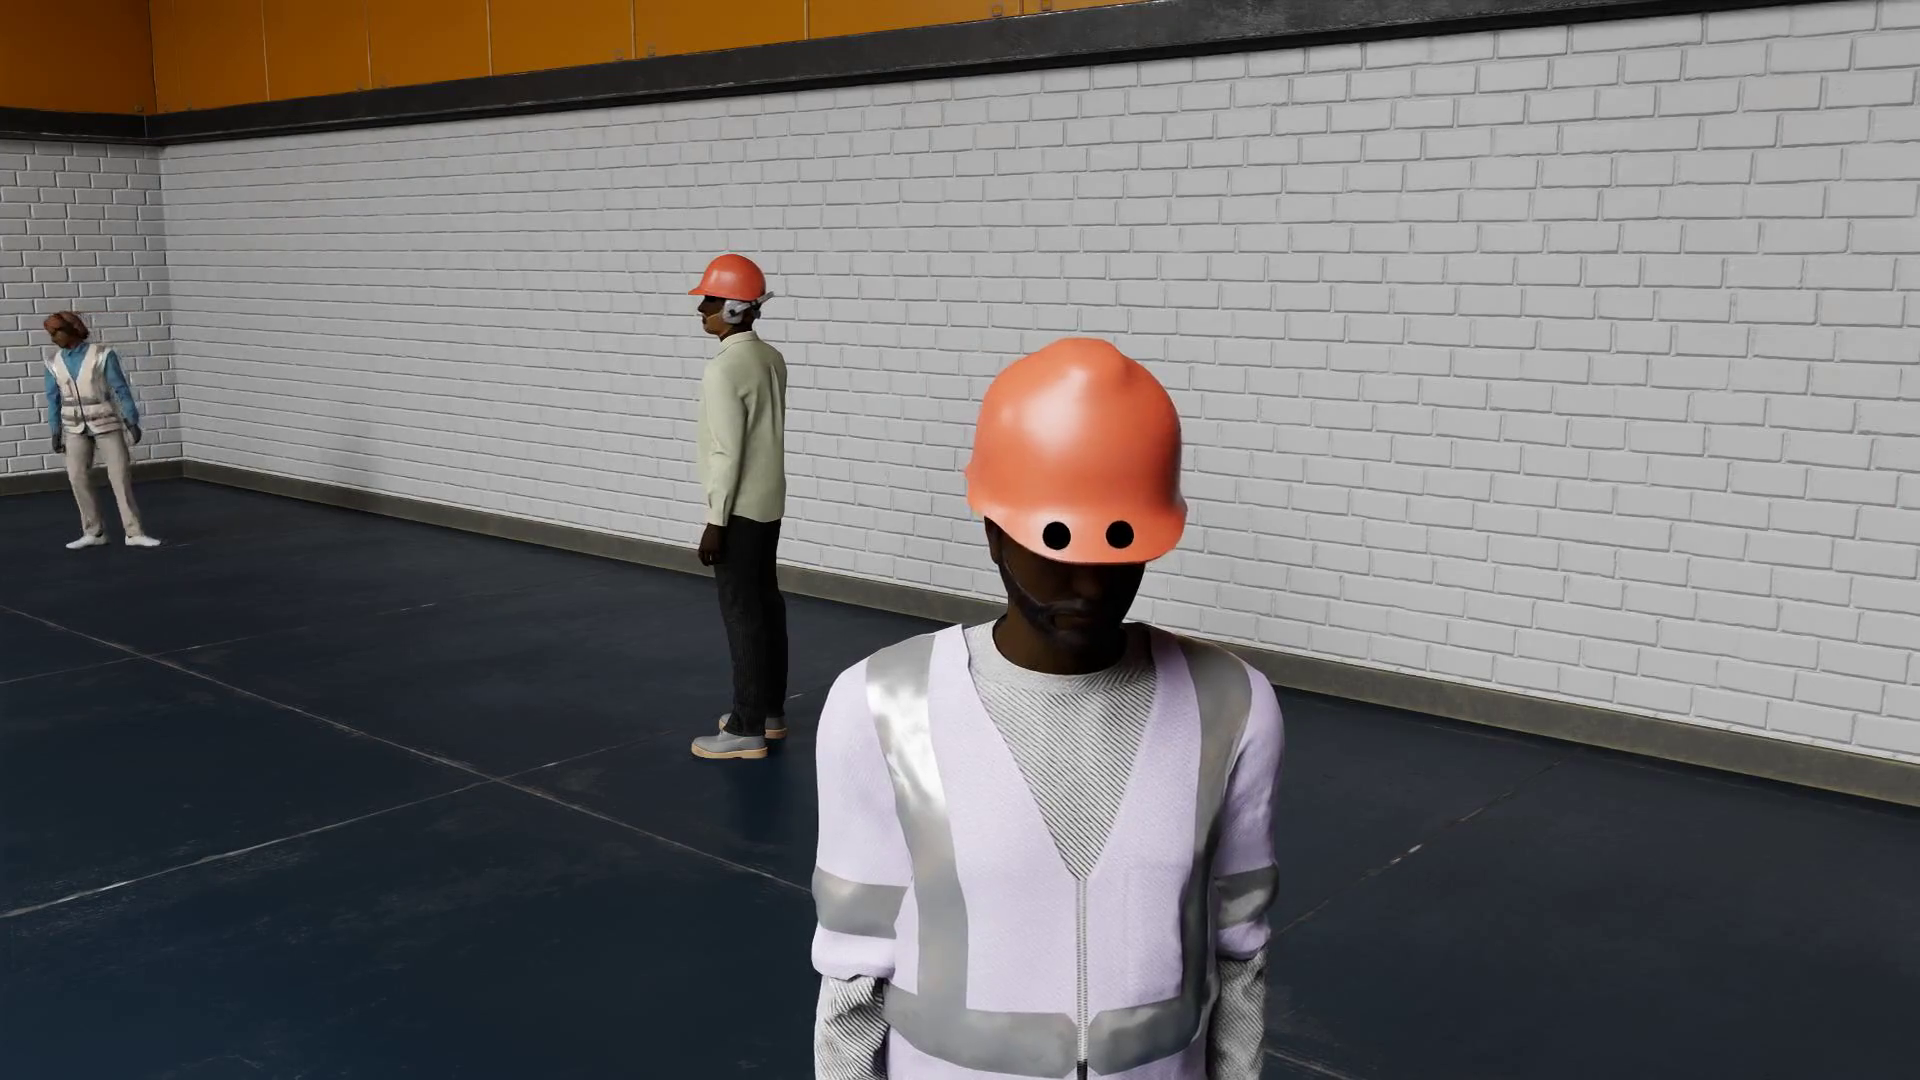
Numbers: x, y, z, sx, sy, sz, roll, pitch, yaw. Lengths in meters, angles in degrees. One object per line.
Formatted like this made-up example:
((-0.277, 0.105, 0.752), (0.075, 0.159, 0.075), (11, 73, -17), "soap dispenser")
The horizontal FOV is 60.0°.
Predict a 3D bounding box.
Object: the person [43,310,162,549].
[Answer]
((-5.745, -0.725, 11.129), (0.657, 1.612, 0.326), (0, 10, -1), "person")

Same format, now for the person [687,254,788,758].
((-0.875, -0.129, 6.637), (0.375, 1.997, 0.612), (2, 10, 13), "person")

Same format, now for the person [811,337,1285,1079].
((0.108, 0.736, 1.904), (0.542, 1.931, 0.366), (-2, 10, -10), "person")
